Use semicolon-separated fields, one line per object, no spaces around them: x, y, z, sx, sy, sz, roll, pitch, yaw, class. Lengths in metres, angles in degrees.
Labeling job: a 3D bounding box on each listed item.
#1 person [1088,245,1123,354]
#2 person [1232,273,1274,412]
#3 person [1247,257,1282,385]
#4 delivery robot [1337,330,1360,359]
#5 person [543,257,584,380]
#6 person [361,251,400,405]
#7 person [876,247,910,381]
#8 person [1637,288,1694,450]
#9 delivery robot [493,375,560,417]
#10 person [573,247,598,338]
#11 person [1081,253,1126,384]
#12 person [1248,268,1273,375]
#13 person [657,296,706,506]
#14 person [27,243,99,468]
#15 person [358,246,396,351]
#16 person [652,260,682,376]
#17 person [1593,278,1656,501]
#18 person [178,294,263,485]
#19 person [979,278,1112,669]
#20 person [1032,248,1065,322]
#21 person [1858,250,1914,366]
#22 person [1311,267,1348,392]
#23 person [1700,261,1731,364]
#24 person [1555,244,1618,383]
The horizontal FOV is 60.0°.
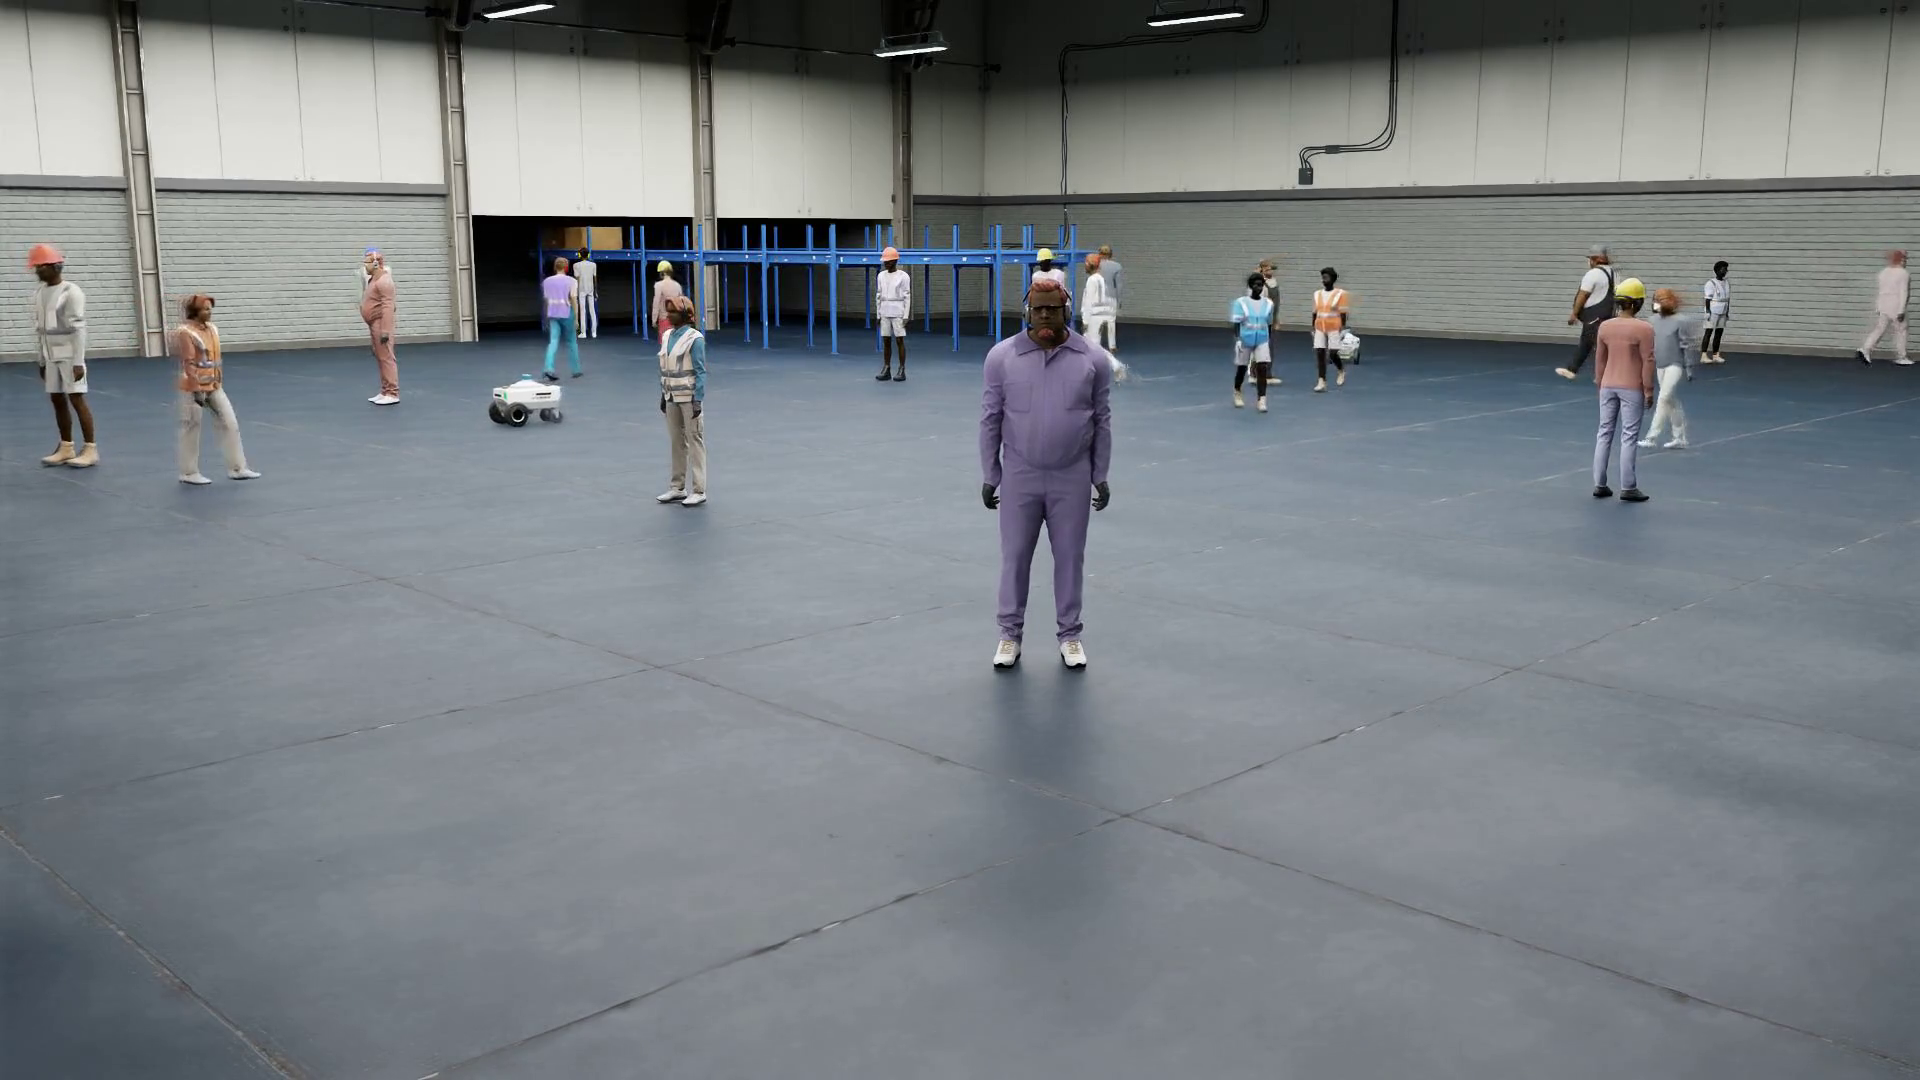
2.601;-4.304;29.779;0.631;1.940;0.372;3;11;16;person
3.537;-2.417;20.230;0.533;1.667;0.795;-1;10;-5;person
4.316;-3.079;23.488;0.346;1.805;0.639;8;13;37;person
6.452;-3.265;27.748;0.477;0.478;0.707;4;11;21;delivery robot
-5.918;-3.276;24.595;0.573;1.794;0.967;2;11;12;person
-7.308;-2.663;20.917;0.403;1.906;0.652;-6;12;-29;person
-0.996;-3.298;24.299;0.549;1.933;0.373;6;12;30;person
6.932;-1.685;16.420;0.811;1.585;0.511;-4;11;-20;person
-4.897;-1.629;18.825;0.707;0.478;0.477;-8;13;-38;delivery robot
-7.748;-5.122;34.422;0.513;1.872;0.328;-6;12;-30;person
1.919;-3.075;23.292;0.765;1.866;0.581;2;11;11;person
4.551;-3.299;25.145;0.268;1.628;0.500;-10;14;-42;person
-2.187;-1.101;13.125;0.513;1.641;0.309;10;14;43;person
-8.239;-1.688;15.236;0.607;2.042;0.388;5;12;25;person
-10.195;-4.163;29.041;0.616;1.931;0.747;0;10;1;person
-4.295;-3.304;24.863;0.668;1.726;0.569;8;13;36;person
5.336;-1.207;13.354;0.305;1.772;0.525;-7;12;-33;person
-6.314;-1.266;14.076;0.733;1.607;0.549;2;11;8;person
0.420;-0.317;8.124;0.652;1.906;0.402;0;10;0;person
1.328;-3.573;25.871;0.608;1.904;0.525;8;13;38;person
15.205;-3.792;27.164;0.881;1.875;0.651;-2;11;-11;person
5.027;-2.861;22.591;0.544;1.681;0.452;9;13;39;person
12.546;-3.775;27.576;0.530;1.689;0.319;-5;11;-25;person
9.117;-3.279;24.024;0.682;2.000;1.023;-10;14;-44;person
